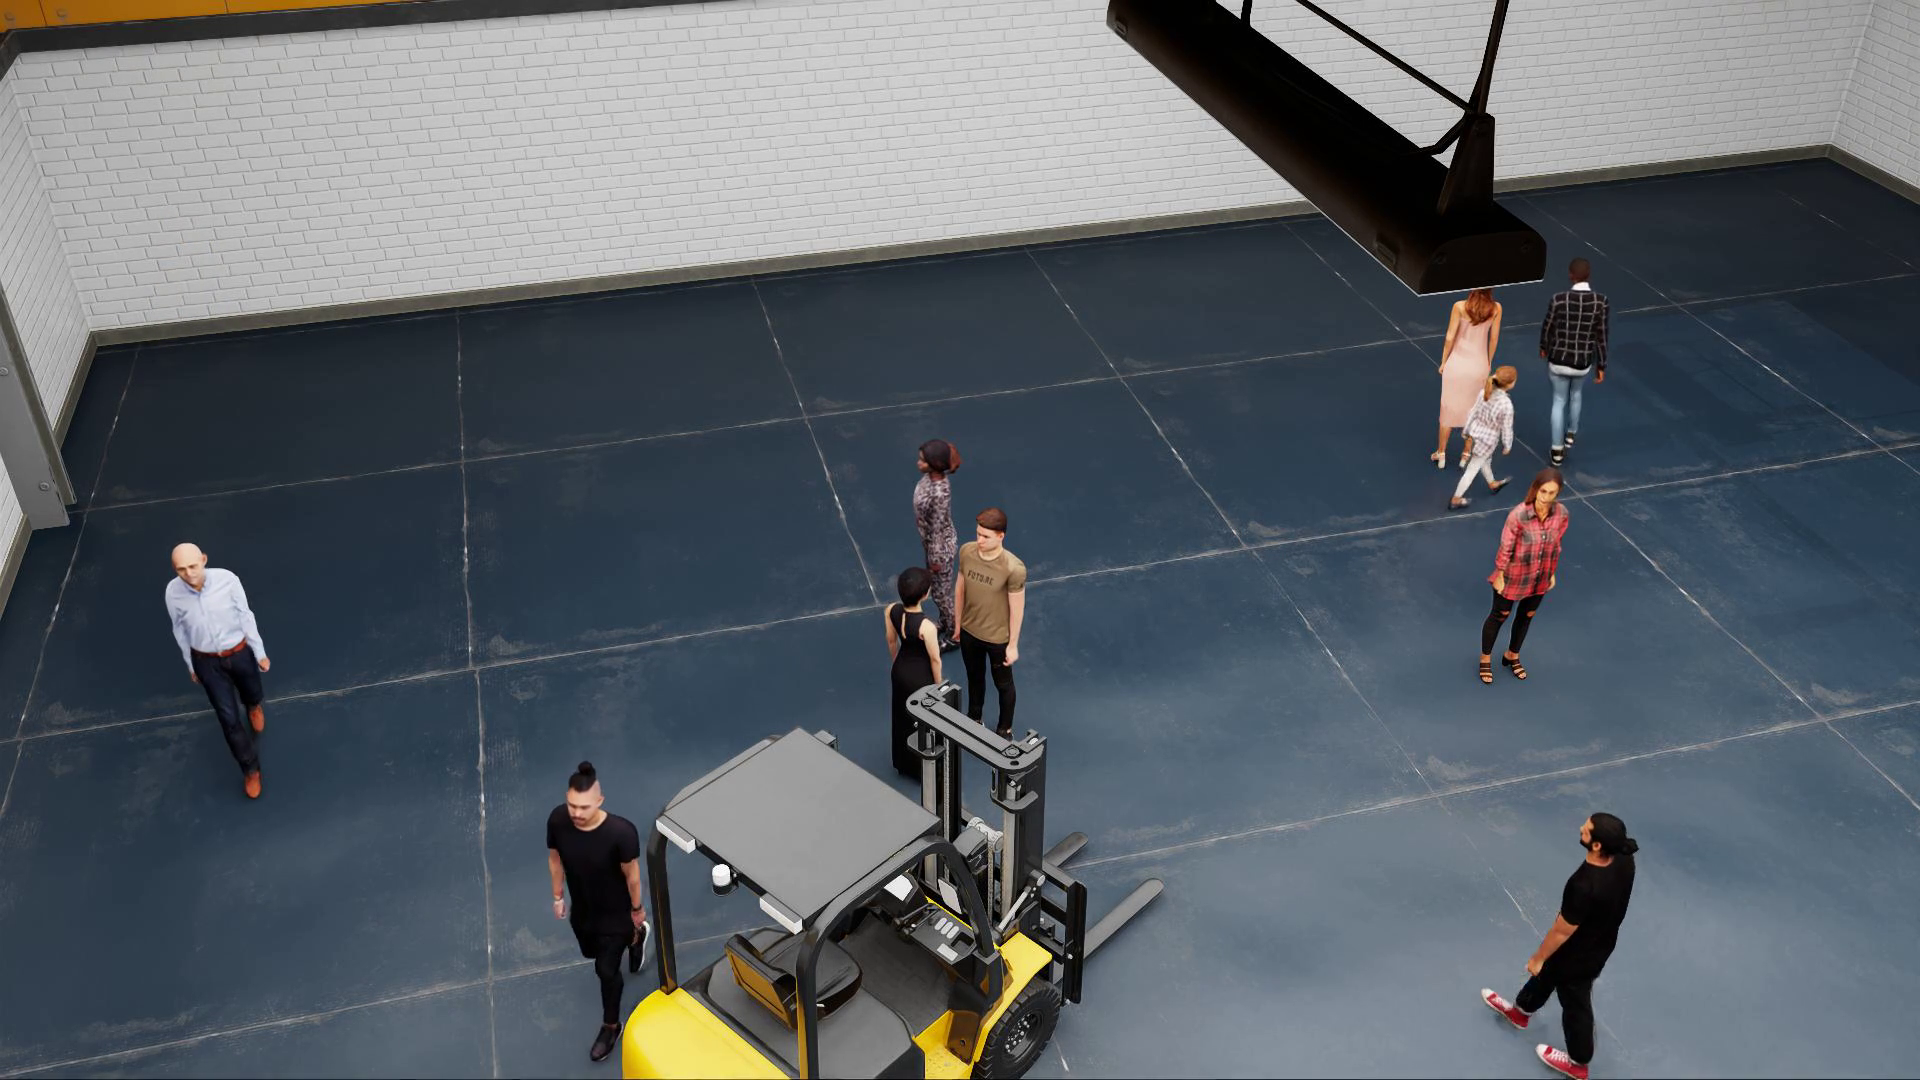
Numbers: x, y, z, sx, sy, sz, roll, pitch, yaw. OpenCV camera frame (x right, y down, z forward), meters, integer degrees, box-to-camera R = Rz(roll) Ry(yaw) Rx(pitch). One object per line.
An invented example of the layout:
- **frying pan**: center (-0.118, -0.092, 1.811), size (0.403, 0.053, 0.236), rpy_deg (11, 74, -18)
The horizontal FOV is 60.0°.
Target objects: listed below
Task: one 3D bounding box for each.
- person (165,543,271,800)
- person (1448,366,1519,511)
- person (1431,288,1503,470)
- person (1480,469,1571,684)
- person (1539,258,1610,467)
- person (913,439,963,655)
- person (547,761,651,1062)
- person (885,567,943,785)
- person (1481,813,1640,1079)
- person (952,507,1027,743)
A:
- **person**: center (-4.694, 0.730, 10.636), size (0.772, 1.765, 1.171), rpy_deg (-14, 36, -20)
- **person**: center (4.165, -0.795, 13.376), size (0.677, 1.272, 0.842), rpy_deg (-15, 36, -21)
- **person**: center (4.210, -1.427, 13.823), size (0.647, 1.831, 0.635), rpy_deg (3, 34, 5)
- **person**: center (3.882, 0.241, 11.432), size (0.628, 1.699, 0.568), rpy_deg (-6, 34, -8)
- **person**: center (5.089, -1.433, 13.873), size (0.870, 1.784, 0.956), rpy_deg (7, 34, 10)
- **person**: center (-0.149, 0.035, 11.730), size (0.642, 1.712, 0.515), rpy_deg (-5, 34, -8)
- **person**: center (-1.882, 1.863, 8.858), size (1.035, 1.847, 1.157), rpy_deg (12, 35, 17)
- **person**: center (-0.295, 0.873, 10.564), size (0.623, 1.607, 0.718), rpy_deg (25, 41, 33)
- **person**: center (3.269, 2.134, 8.548), size (1.052, 1.738, 0.941), rpy_deg (26, 41, 33)
- **person**: center (0.191, 0.581, 10.782), size (0.729, 1.852, 0.805), rpy_deg (20, 39, 28)
